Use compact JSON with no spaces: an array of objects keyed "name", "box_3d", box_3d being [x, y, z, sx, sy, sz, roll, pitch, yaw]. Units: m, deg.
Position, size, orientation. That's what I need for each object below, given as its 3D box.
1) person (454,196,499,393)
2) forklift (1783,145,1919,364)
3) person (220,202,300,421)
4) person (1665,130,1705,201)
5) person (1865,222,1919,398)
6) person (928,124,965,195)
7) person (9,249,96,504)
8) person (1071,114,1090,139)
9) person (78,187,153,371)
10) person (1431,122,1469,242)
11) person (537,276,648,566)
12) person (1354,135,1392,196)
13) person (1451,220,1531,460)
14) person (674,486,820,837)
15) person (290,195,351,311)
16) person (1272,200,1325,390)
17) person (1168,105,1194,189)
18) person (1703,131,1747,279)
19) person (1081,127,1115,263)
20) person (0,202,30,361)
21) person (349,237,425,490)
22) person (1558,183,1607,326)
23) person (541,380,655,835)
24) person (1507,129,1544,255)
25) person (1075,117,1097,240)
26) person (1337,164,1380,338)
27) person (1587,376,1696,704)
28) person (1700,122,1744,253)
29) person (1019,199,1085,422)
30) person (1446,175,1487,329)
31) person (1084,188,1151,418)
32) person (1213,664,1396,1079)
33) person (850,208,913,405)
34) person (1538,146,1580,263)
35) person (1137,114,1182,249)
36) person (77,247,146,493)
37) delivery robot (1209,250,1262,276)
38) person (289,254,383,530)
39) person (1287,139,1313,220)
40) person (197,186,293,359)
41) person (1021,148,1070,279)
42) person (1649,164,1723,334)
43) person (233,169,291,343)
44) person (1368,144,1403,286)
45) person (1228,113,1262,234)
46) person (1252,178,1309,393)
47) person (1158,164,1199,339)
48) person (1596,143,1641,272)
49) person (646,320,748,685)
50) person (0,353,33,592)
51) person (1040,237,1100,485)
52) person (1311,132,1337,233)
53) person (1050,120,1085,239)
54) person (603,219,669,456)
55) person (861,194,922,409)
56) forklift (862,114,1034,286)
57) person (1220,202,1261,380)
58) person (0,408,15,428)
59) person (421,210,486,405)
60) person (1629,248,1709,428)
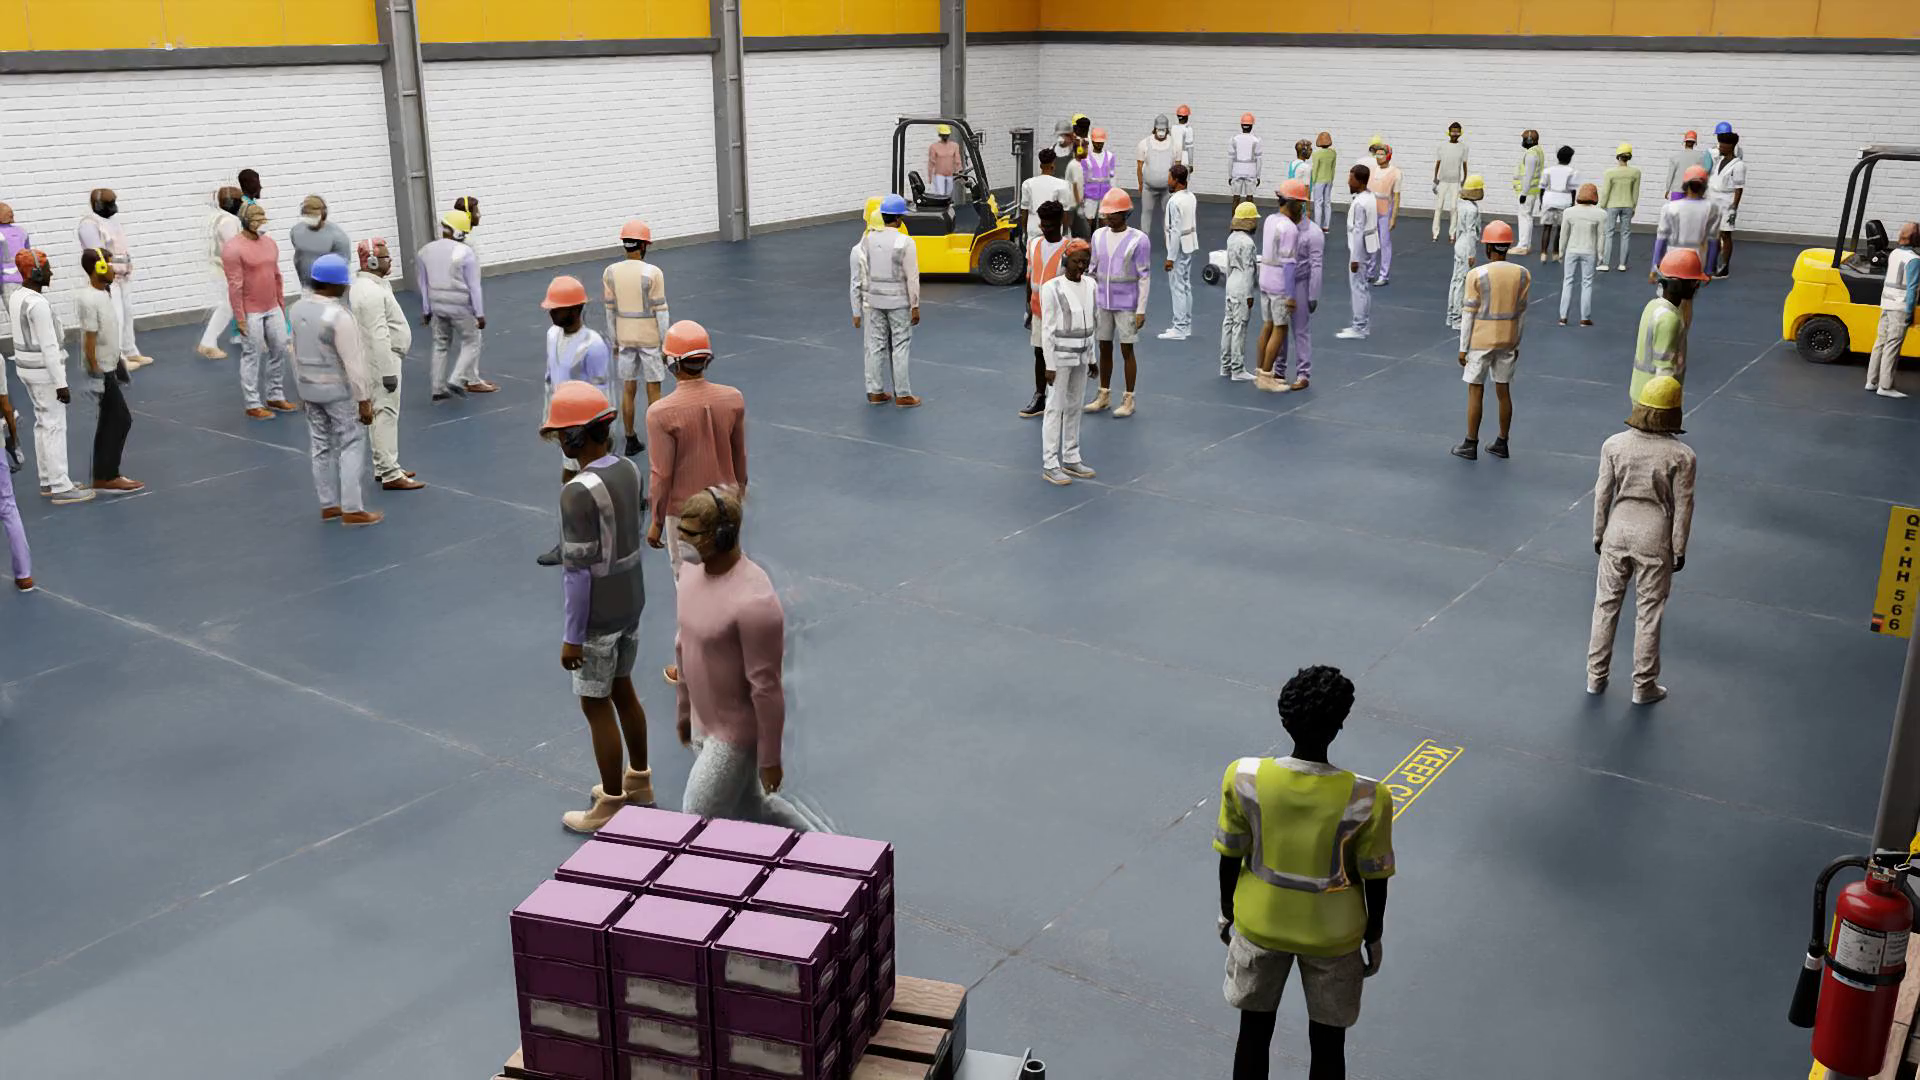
[{"name":"person","box_3d":[-4.655,-2.325,15.830,0.330,1.863,0.524,-8,20,-25]},{"name":"forklift","box_3d":[9.803,-2.879,17.013,2.313,2.155,1.214,12,21,33]},{"name":"person","box_3d":[-6.233,-2.029,14.800,0.382,1.927,0.640,7,19,21]},{"name":"person","box_3d":[11.220,-5.448,25.762,0.560,1.752,0.326,4,18,12]},{"name":"person","box_3d":[8.859,-2.172,15.704,0.310,1.636,0.523,2,18,5]},{"name":"person","box_3d":[-0.214,-6.010,27.547,0.542,1.728,0.845,-7,19,-20]},{"name":"person","box_3d":[-6.762,-1.205,12.292,0.343,1.878,0.582,-16,24,-40]},{"name":"person","box_3d":[1.929,-5.901,26.897,0.369,1.928,0.586,8,19,23]},{"name":"person","box_3d":[-8.592,-2.644,16.873,0.446,1.837,0.644,0,18,2]},{"name":"person","box_3d":[7.687,-5.610,26.106,0.518,1.860,0.322,5,18,15]},{"name":"person","box_3d":[-2.467,-0.817,11.036,0.849,1.915,0.562,-16,24,-41]},{"name":"person","box_3d":[6.113,-5.095,24.654,0.553,1.748,0.595,1,18,3]},{"name":"person","box_3d":[4.295,-1.613,13.494,0.542,1.928,0.399,-3,18,-11]},{"name":"person","box_3d":[-0.829,0.692,6.326,0.964,1.904,0.643,-11,21,-30]},{"name":"person","box_3d":[-6.017,-2.330,15.791,0.654,1.886,0.664,4,18,12]},{"name":"person","box_3d":[3.173,-2.398,16.012,0.411,1.895,0.657,-14,22,-37]},{"name":"person","box_3d":[3.881,-6.640,29.192,0.542,1.939,0.359,16,24,41]},{"name":"person","box_3d":[10.376,-4.548,22.604,0.367,1.963,0.609,-2,18,-6]},{"name":"person","box_3d":[1.974,-4.954,23.935,0.541,1.929,0.381,-5,18,-14]},{"name":"person","box_3d":[-9.843,-2.689,17.315,0.312,1.639,0.518,5,18,15]},{"name":"person","box_3d":[-4.370,-1.338,12.657,0.406,1.911,0.639,-8,20,-24]},{"name":"person","box_3d":[7.173,-3.290,19.206,0.507,1.631,0.270,10,20,27]},{"name":"person","box_3d":[-1.598,0.302,7.339,0.409,2.029,0.612,4,18,11]},{"name":"person","box_3d":[8.473,-5.196,24.858,0.429,1.830,0.637,8,19,24]},{"name":"person","box_3d":[1.908,-5.511,25.615,0.612,1.962,0.364,-16,24,-41]},{"name":"person","box_3d":[4.453,-3.195,18.465,0.389,1.912,0.597,7,19,22]},{"name":"person","box_3d":[3.583,-0.005,8.752,0.492,1.742,0.320,14,23,38]},{"name":"person","box_3d":[11.343,-5.260,24.879,0.604,1.939,0.416,-2,18,-6]},{"name":"person","box_3d":[0.809,-2.021,14.710,0.600,1.958,0.385,14,22,37]},{"name":"person","box_3d":[5.815,-3.291,19.032,0.303,1.743,0.493,1,18,2]},{"name":"person","box_3d":[1.383,-2.106,14.845,0.615,2.038,0.395,14,22,37]},{"name":"person","box_3d":[1.042,1.186,5.102,0.542,1.695,0.316,7,19,20]},{"name":"person","box_3d":[-0.715,-2.154,15.361,0.601,1.817,0.403,-6,19,-19]},{"name":"person","box_3d":[8.586,-4.813,23.928,0.581,1.672,0.564,10,20,29]},{"name":"person","box_3d":[3.022,-5.430,25.242,0.684,2.000,0.536,1,18,3]},{"name":"person","box_3d":[-6.480,-1.279,12.594,0.451,1.835,0.558,-7,19,-20]},{"name":"delivery robot","box_3d":[3.658,-3.697,22.069,0.477,0.478,0.707,-15,23,-39]},{"name":"person","box_3d":[-4.413,-1.031,11.684,0.661,1.922,0.400,11,21,30]},{"name":"person","box_3d":[4.659,-4.554,22.819,0.345,1.846,0.506,-7,19,-21]},{"name":"person","box_3d":[-7.603,-2.798,17.411,0.962,1.799,0.641,-6,19,-19]},{"name":"person","box_3d":[1.029,-3.727,20.059,0.604,1.957,0.387,5,19,17]},{"name":"person","box_3d":[7.502,-2.857,17.227,0.632,2.042,0.581,3,18,10]},{"name":"person","box_3d":[-7.671,-3.092,18.193,0.801,1.883,0.614,-3,18,-10]},{"name":"person","box_3d":[5.574,-4.297,22.009,0.389,1.847,0.563,-11,21,-32]},{"name":"person","box_3d":[4.620,-5.937,26.995,0.547,1.938,0.359,5,18,16]},{"name":"person","box_3d":[3.059,-2.416,15.852,0.433,2.030,0.608,-3,18,-10]},{"name":"person","box_3d":[2.437,-3.184,18.414,0.379,1.917,0.591,8,19,24]},{"name":"person","box_3d":[9.163,-4.621,23.154,0.523,1.769,0.313,0,18,0]},{"name":"person","box_3d":[-1.405,-0.181,8.895,0.611,1.996,0.379,-16,24,-41]},{"name":"person","box_3d":[-6.092,-0.555,10.288,0.511,1.862,0.325,-12,21,-32]},{"name":"person","box_3d":[0.851,-1.382,12.832,0.573,1.885,0.356,-17,24,-42]},{"name":"person","box_3d":[5.894,-5.813,27.092,0.500,1.636,0.280,-11,21,-30]},{"name":"person","box_3d":[1.510,-5.058,24.078,0.691,2.000,0.536,11,21,31]},{"name":"person","box_3d":[-2.593,-1.629,13.531,0.543,1.929,0.372,6,19,17]},{"name":"person","box_3d":[-0.622,-2.176,15.212,0.613,1.945,0.406,11,21,31]},{"name":"forklift","box_3d":[-0.171,-4.594,22.377,2.313,2.155,1.214,1,18,3]},{"name":"person","box_3d":[2.782,-2.453,16.411,0.295,1.744,0.484,-5,18,-15]},{"name":"person","box_3d":[-8.653,-1.763,14.044,0.977,1.874,0.586,-15,23,-40]},{"name":"person","box_3d":[-4.655,-2.129,15.328,0.670,1.783,0.482,8,20,24]},{"name":"person","box_3d":[4.718,-0.940,11.194,0.391,2.040,0.615,4,18,12]}]
